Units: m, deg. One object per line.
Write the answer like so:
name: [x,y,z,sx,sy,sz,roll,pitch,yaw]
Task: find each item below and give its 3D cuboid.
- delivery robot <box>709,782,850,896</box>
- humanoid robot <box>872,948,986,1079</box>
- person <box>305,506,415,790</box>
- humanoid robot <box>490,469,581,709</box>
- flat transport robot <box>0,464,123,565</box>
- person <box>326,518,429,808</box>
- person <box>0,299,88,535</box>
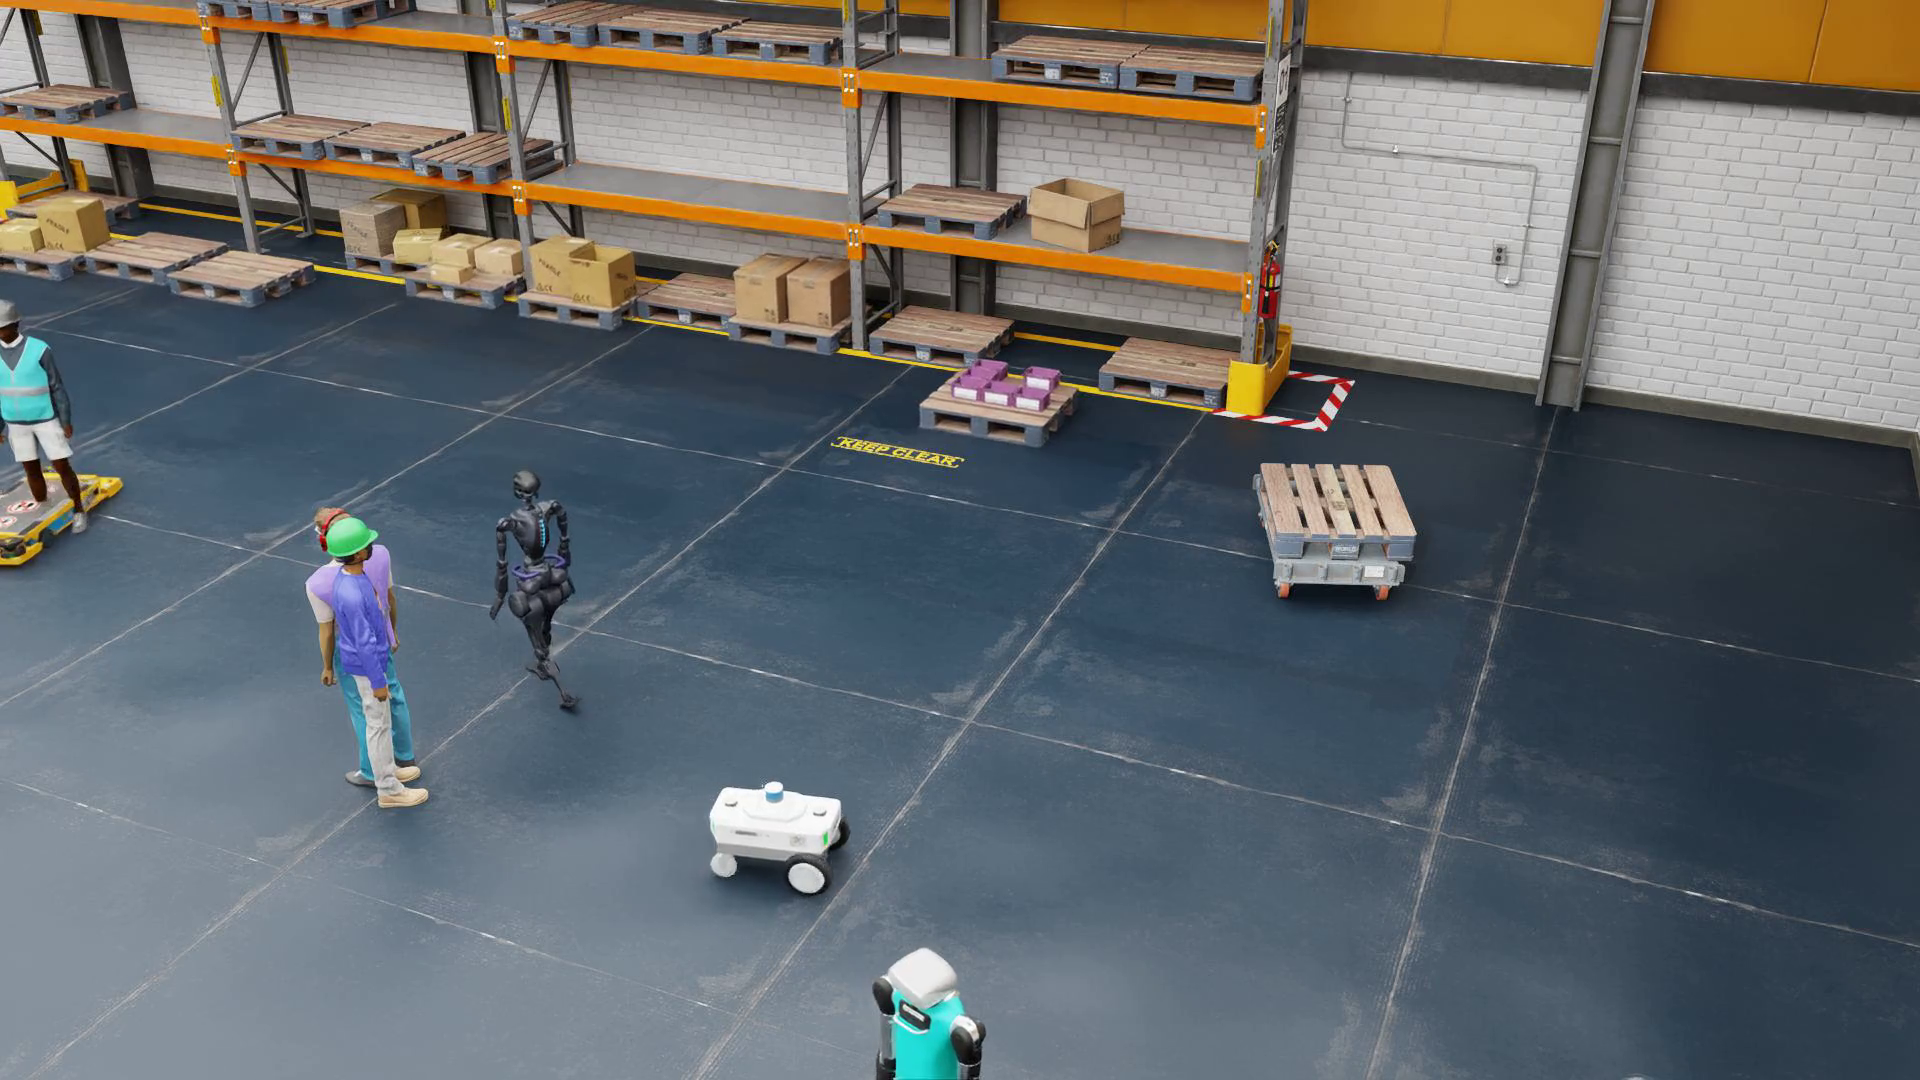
delivery robot: [-1.018,1.657,9.429,0.815,0.614,0.499,5,28,9]
humanoid robot: [-0.247,2.479,6.568,0.559,1.805,0.852,23,35,37]
person: [-3.574,0.651,9.945,0.390,1.850,0.565,15,31,27]
humanoid robot: [-2.749,0.309,10.864,0.766,1.649,0.599,23,35,38]
flat transport robot: [-7.432,-0.209,13.337,0.659,0.231,1.431,3,27,6]
person: [-3.456,0.721,9.785,0.337,1.875,0.466,-12,30,-22]
person: [-7.233,-0.962,12.975,0.572,1.937,0.419,-4,28,-7]
